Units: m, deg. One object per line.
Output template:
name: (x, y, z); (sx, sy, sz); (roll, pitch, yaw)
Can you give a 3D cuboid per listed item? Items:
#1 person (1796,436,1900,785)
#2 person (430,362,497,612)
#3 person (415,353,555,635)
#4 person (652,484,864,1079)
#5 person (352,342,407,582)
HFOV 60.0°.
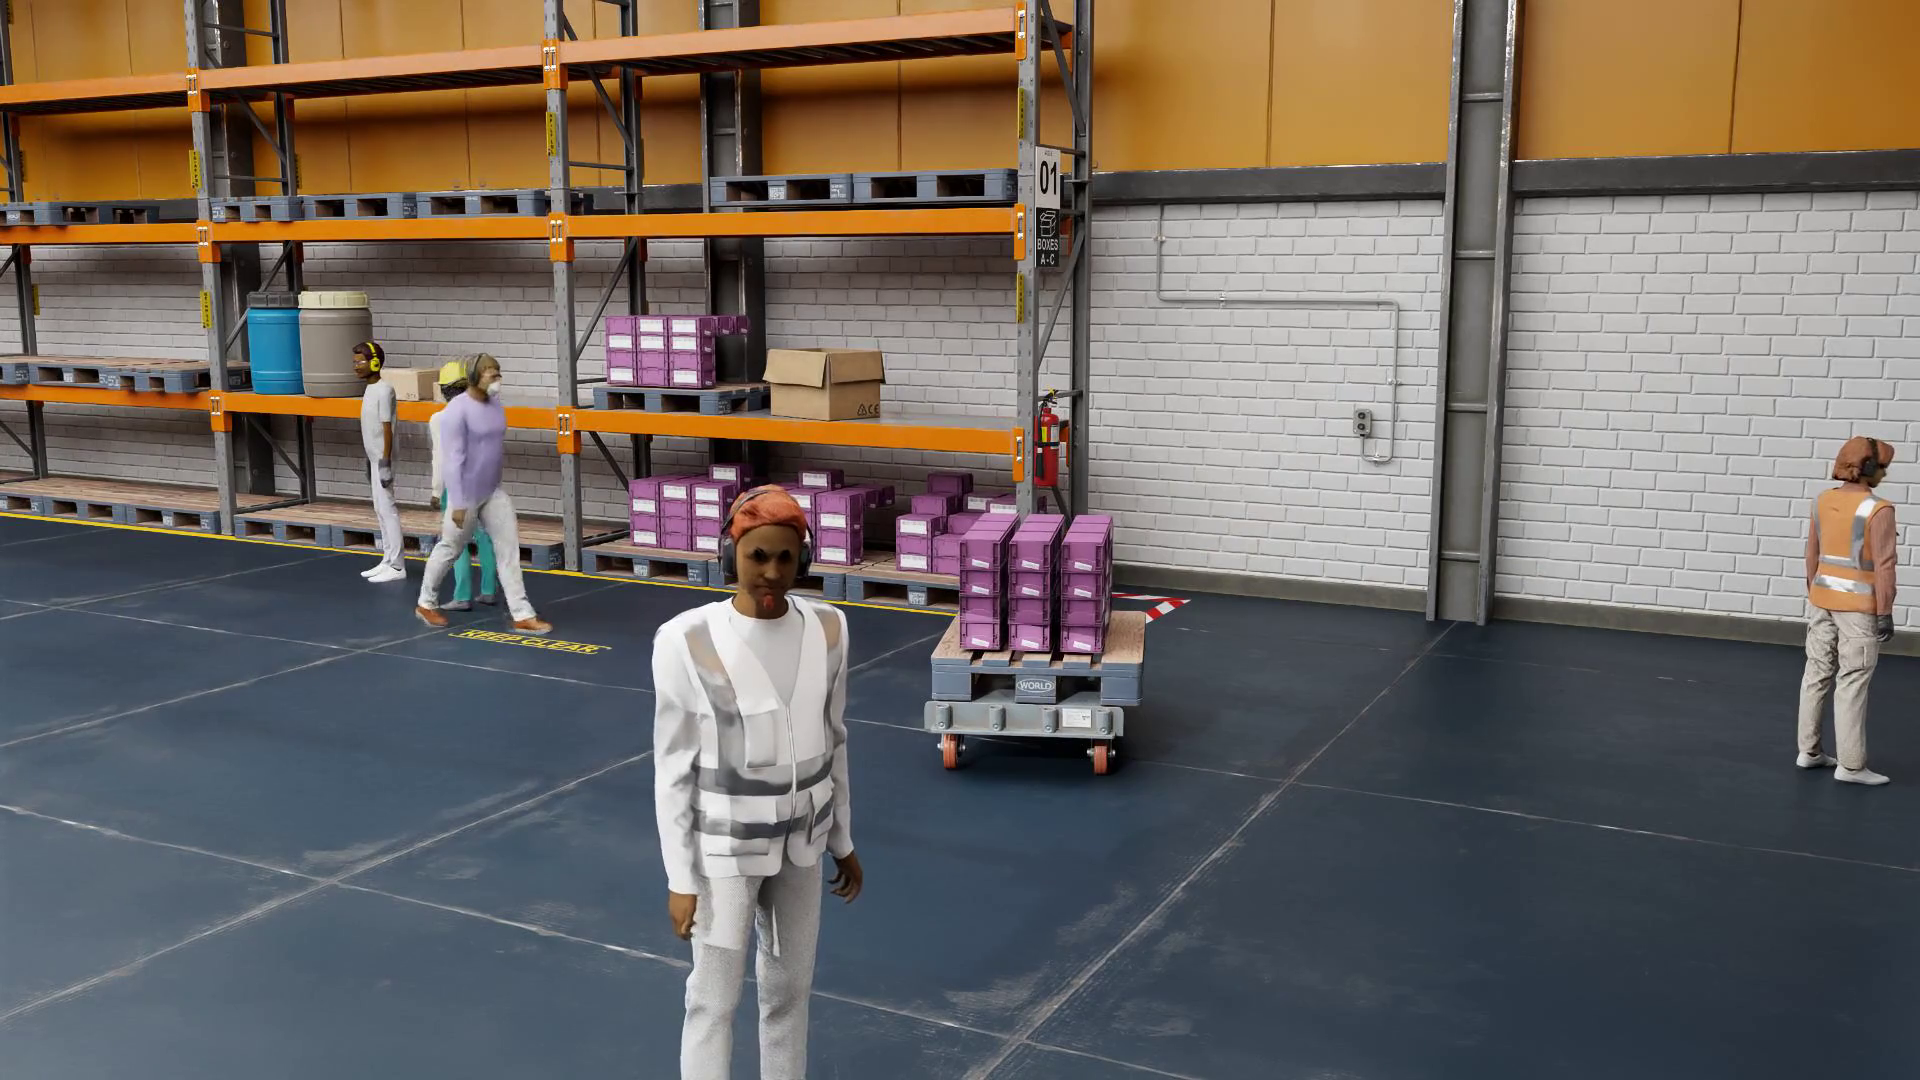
person: (4.197, 0.329, 7.858); (0.311, 1.639, 0.513); (-2, 9, -13)
person: (-3.546, -0.375, 11.809); (0.326, 1.767, 0.533); (6, 11, 32)
person: (-3.247, -0.308, 11.078); (1.071, 1.881, 0.653); (4, 10, 21)
person: (-0.502, 0.796, 4.218); (0.573, 1.885, 0.356); (-8, 12, -39)
person: (-4.523, -0.605, 12.944); (0.327, 1.861, 0.513); (-6, 11, -32)
